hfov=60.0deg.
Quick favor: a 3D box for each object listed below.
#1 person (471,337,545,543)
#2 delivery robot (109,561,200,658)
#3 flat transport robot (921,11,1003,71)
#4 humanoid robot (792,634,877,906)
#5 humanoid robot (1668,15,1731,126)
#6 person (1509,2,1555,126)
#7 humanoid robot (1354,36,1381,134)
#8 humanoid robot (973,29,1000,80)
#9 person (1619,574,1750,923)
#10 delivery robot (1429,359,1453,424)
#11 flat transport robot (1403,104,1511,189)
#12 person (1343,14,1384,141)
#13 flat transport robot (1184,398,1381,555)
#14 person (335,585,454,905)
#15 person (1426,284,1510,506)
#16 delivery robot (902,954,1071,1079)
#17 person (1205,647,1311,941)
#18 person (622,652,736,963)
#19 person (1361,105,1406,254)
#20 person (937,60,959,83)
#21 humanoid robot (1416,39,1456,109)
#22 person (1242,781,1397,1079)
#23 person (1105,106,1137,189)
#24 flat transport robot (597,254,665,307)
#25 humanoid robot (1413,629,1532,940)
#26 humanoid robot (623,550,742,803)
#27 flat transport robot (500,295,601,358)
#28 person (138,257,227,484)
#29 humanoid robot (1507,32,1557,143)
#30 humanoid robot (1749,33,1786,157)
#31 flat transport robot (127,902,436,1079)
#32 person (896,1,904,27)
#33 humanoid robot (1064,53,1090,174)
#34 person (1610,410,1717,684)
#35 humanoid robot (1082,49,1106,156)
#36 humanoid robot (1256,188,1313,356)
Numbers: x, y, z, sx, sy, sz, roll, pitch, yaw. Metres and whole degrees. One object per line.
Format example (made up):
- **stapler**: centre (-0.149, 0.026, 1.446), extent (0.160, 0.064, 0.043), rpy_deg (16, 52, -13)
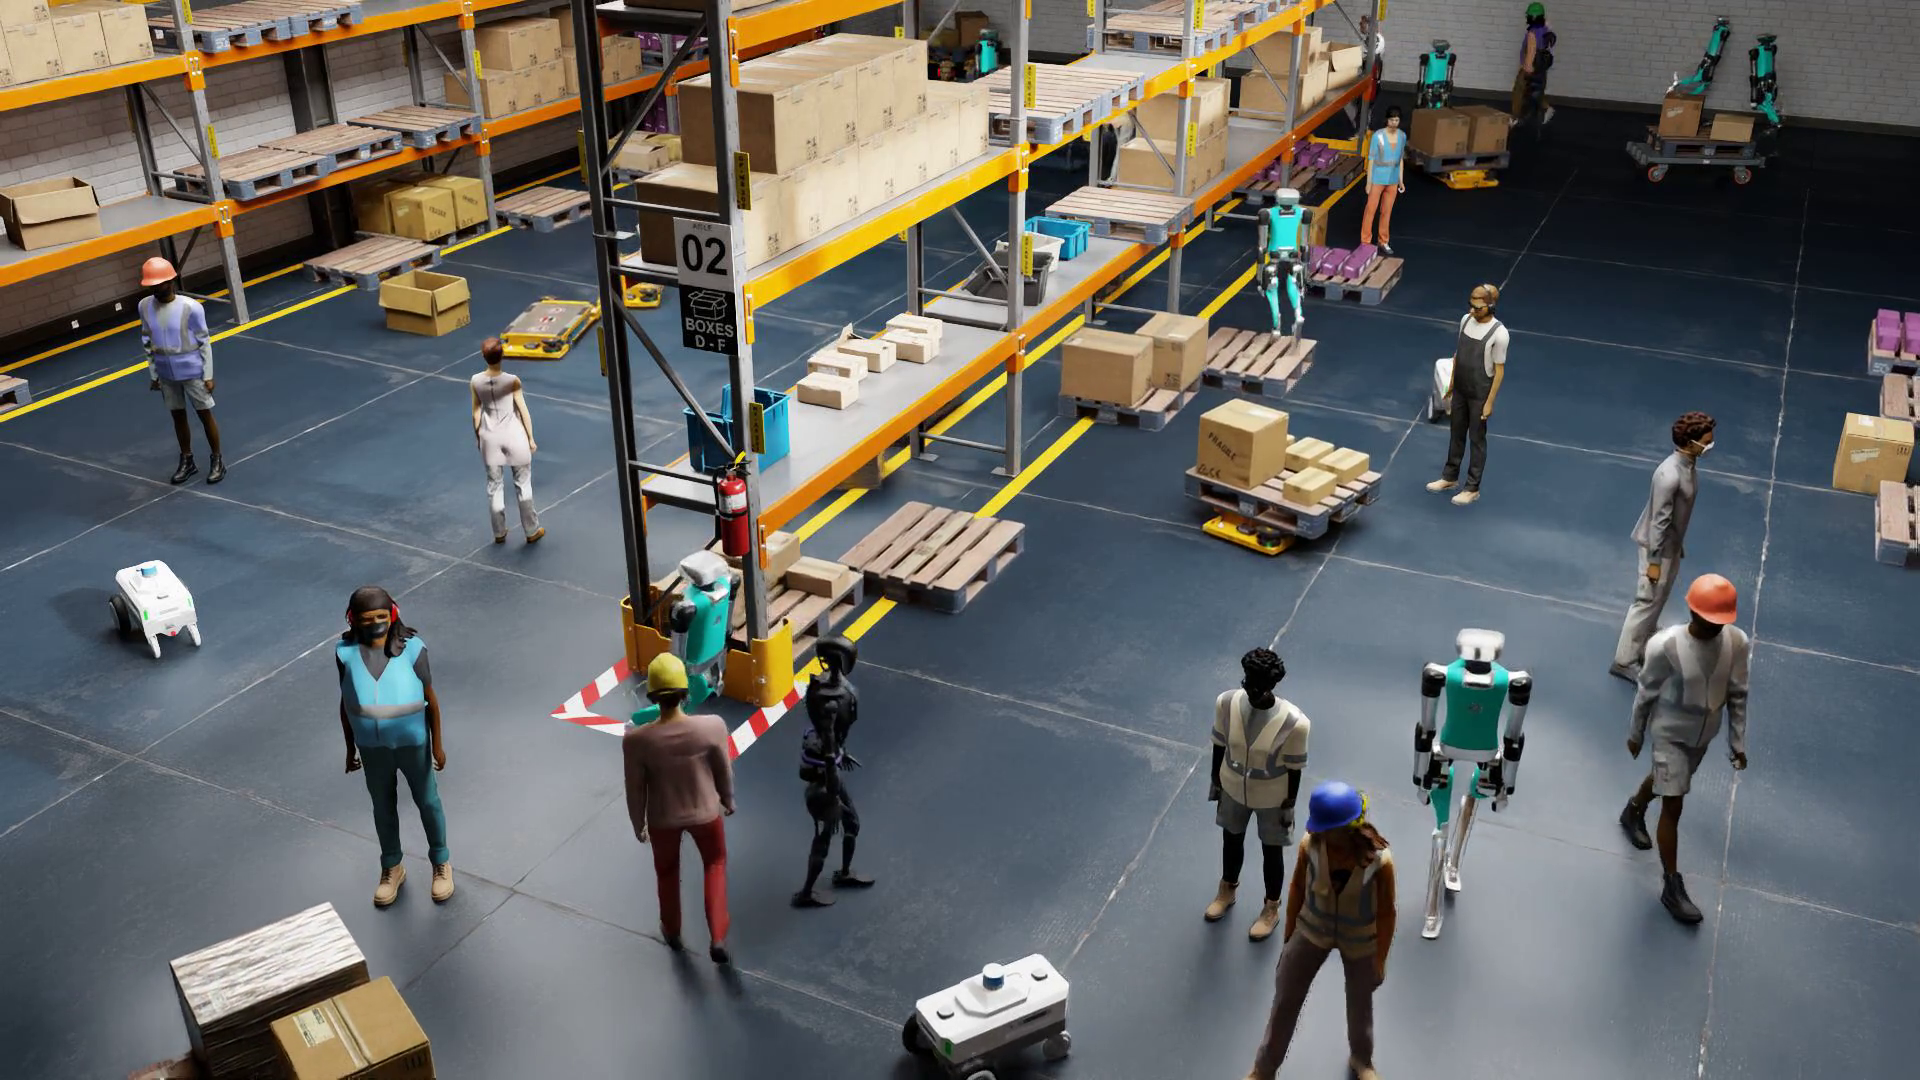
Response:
- **person**: centre (-3.486, -0.755, 12.733), extent (0.462, 1.658, 0.273), rpy_deg (1, 26, 2)
- **delivery robot**: centre (-5.603, 0.433, 11.590), extent (0.499, 0.603, 0.794), rpy_deg (-20, 32, -34)
- **flat transport robot**: centre (-0.021, -8.858, 30.672), extent (1.431, 0.231, 0.659), rpy_deg (21, 33, 36)
- **humanoid robot**: centre (-0.675, 1.213, 8.745), extent (0.458, 1.642, 0.587), rpy_deg (0, 26, -1)
- **humanoid robot**: centre (11.403, -7.223, 25.711), extent (1.027, 1.727, 0.547), rpy_deg (4, 27, 8)
- **person**: centre (8.902, -7.361, 25.797), extent (0.724, 1.905, 0.541), rpy_deg (20, 33, 34)
- **humanoid robot**: centre (5.970, -6.558, 24.433), extent (0.338, 1.655, 0.608), rpy_deg (10, 28, 20)
- **humanoid robot**: centre (0.542, -6.520, 24.294), extent (0.676, 1.792, 0.561), rpy_deg (20, 33, 35)
- **person**: centre (3.884, 1.017, 8.904), extent (0.544, 1.888, 0.993), rpy_deg (-5, 27, -10)
- **delivery robot**: centre (4.561, -1.380, 15.253), extent (0.499, 0.603, 0.795), rpy_deg (4, 27, 7)
- **flat transport robot**: centre (6.861, -5.179, 23.240), extent (0.659, 0.231, 1.431), rpy_deg (-6, 27, -12)
- **person**: centre (6.015, -6.873, 24.841), extent (0.447, 1.894, 0.639), rpy_deg (22, 34, 37)
- **flat transport robot**: centre (2.618, -0.274, 13.331), extent (0.659, 0.231, 1.431), rpy_deg (22, 34, 37)
- **person**: centre (-2.991, 1.079, 8.799), extent (0.526, 1.866, 0.389), rpy_deg (-3, 26, -5)
- **person**: centre (4.118, -1.180, 13.392), extent (0.346, 1.840, 0.504), rpy_deg (-13, 29, -25)
- **delivery robot**: centre (0.138, 2.283, 7.865), extent (0.817, 0.613, 0.499), rpy_deg (-14, 30, -27)
- **person**: centre (1.516, 1.291, 8.569), extent (0.528, 1.688, 0.322), rpy_deg (16, 31, 29)
- **person**: centre (-1.387, 1.376, 8.326), extent (0.545, 1.751, 0.548), rpy_deg (-5, 27, -10)
- **person**: centre (5.022, -4.247, 19.671), extent (0.495, 1.765, 0.322), rpy_deg (-7, 27, -13)
- **person**: centre (-0.202, -5.374, 21.863), extent (0.563, 1.839, 0.397), rpy_deg (-17, 31, -30)
- **humanoid robot**: centre (6.741, -6.088, 23.395), extent (0.532, 1.775, 0.707), rpy_deg (-6, 27, -11)
- **person**: centre (1.662, 1.813, 7.471), extent (0.592, 1.738, 0.623), rpy_deg (10, 28, 20)
- **person**: centre (2.253, -5.682, 22.516), extent (0.579, 1.821, 0.996), rpy_deg (18, 32, 32)
- **flat transport robot**: centre (-3.637, -2.905, 18.647), extent (0.659, 0.231, 1.431), rpy_deg (-1, 26, -2)
- **humanoid robot**: centre (2.630, 1.179, 8.736), extent (0.557, 1.763, 0.906), rpy_deg (6, 27, 12)
- **humanoid robot**: centre (-1.652, 0.797, 9.509), extent (0.852, 1.730, 0.531), rpy_deg (14, 30, 27)
- **flat transport robot**: centre (-4.244, -2.208, 17.237), extent (0.659, 0.231, 1.431), rpy_deg (3, 26, 6)
- **person**: centre (-6.421, -1.386, 13.699), extent (0.542, 1.939, 0.358), rpy_deg (1, 26, 2)
- **humanoid robot**: centre (8.564, -6.778, 24.926), extent (0.719, 1.627, 0.613), rpy_deg (2, 26, 4)
- **humanoid robot**: centre (11.772, -6.379, 24.021), extent (0.553, 1.731, 0.959), rpy_deg (-16, 31, -29)
- **flat transport robot**: centre (-2.950, 2.734, 7.256), extent (1.431, 0.231, 0.659), rpy_deg (-18, 32, -32)
- **person**: centre (-0.968, -9.422, 30.067), extent (0.368, 1.824, 0.512), rpy_deg (3, 26, 6)
- **humanoid robot**: centre (1.681, -5.965, 23.254), extent (0.608, 1.640, 0.560), rpy_deg (19, 32, 33)
- **person**: centre (4.590, 0.037, 10.882), extent (0.402, 1.893, 0.543), rpy_deg (19, 32, 33)
- **humanoid robot**: centre (1.930, -6.391, 24.105), extent (0.372, 1.648, 0.601), rpy_deg (-9, 28, -18)
- **humanoid robot**: centre (3.175, -2.449, 16.116), extent (0.530, 1.776, 1.003), rpy_deg (-1, 26, -3)
